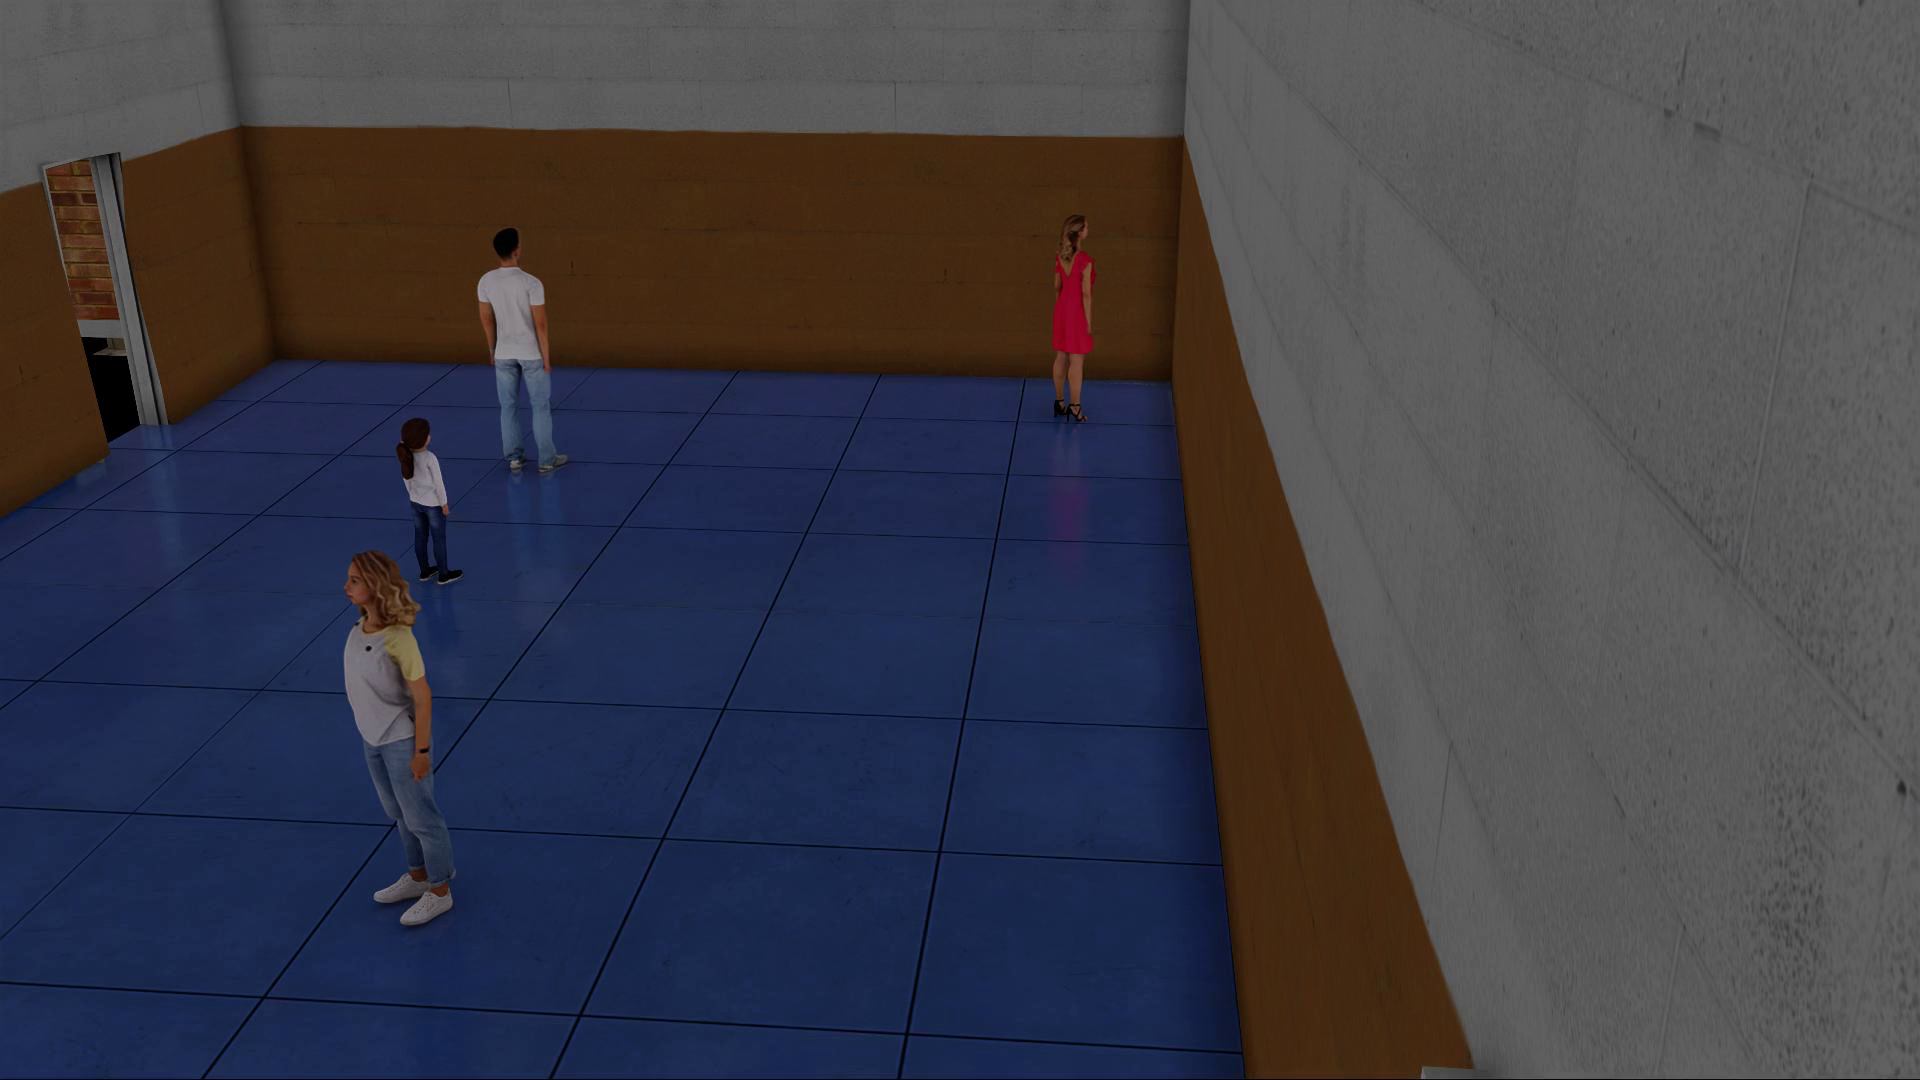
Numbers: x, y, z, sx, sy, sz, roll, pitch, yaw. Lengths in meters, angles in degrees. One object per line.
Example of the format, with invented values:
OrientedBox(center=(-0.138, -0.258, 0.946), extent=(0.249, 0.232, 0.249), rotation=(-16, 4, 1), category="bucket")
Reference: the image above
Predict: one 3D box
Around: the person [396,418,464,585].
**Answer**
OrientedBox(center=(-3.436, -0.264, 10.708), extent=(0.485, 1.110, 0.565), rotation=(10, 24, 22), category="person")

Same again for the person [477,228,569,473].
OrientedBox(center=(-3.336, -1.426, 12.587), extent=(0.534, 1.866, 0.752), rotation=(4, 22, 10), category="person")

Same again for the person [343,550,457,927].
OrientedBox(center=(-2.398, 0.843, 7.112), extent=(0.766, 1.722, 0.688), rotation=(-20, 29, -40), category="person")

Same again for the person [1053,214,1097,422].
OrientedBox(center=(0.928, -1.853, 13.835), extent=(0.711, 1.728, 0.662), rotation=(-15, 26, -32), category="person")
